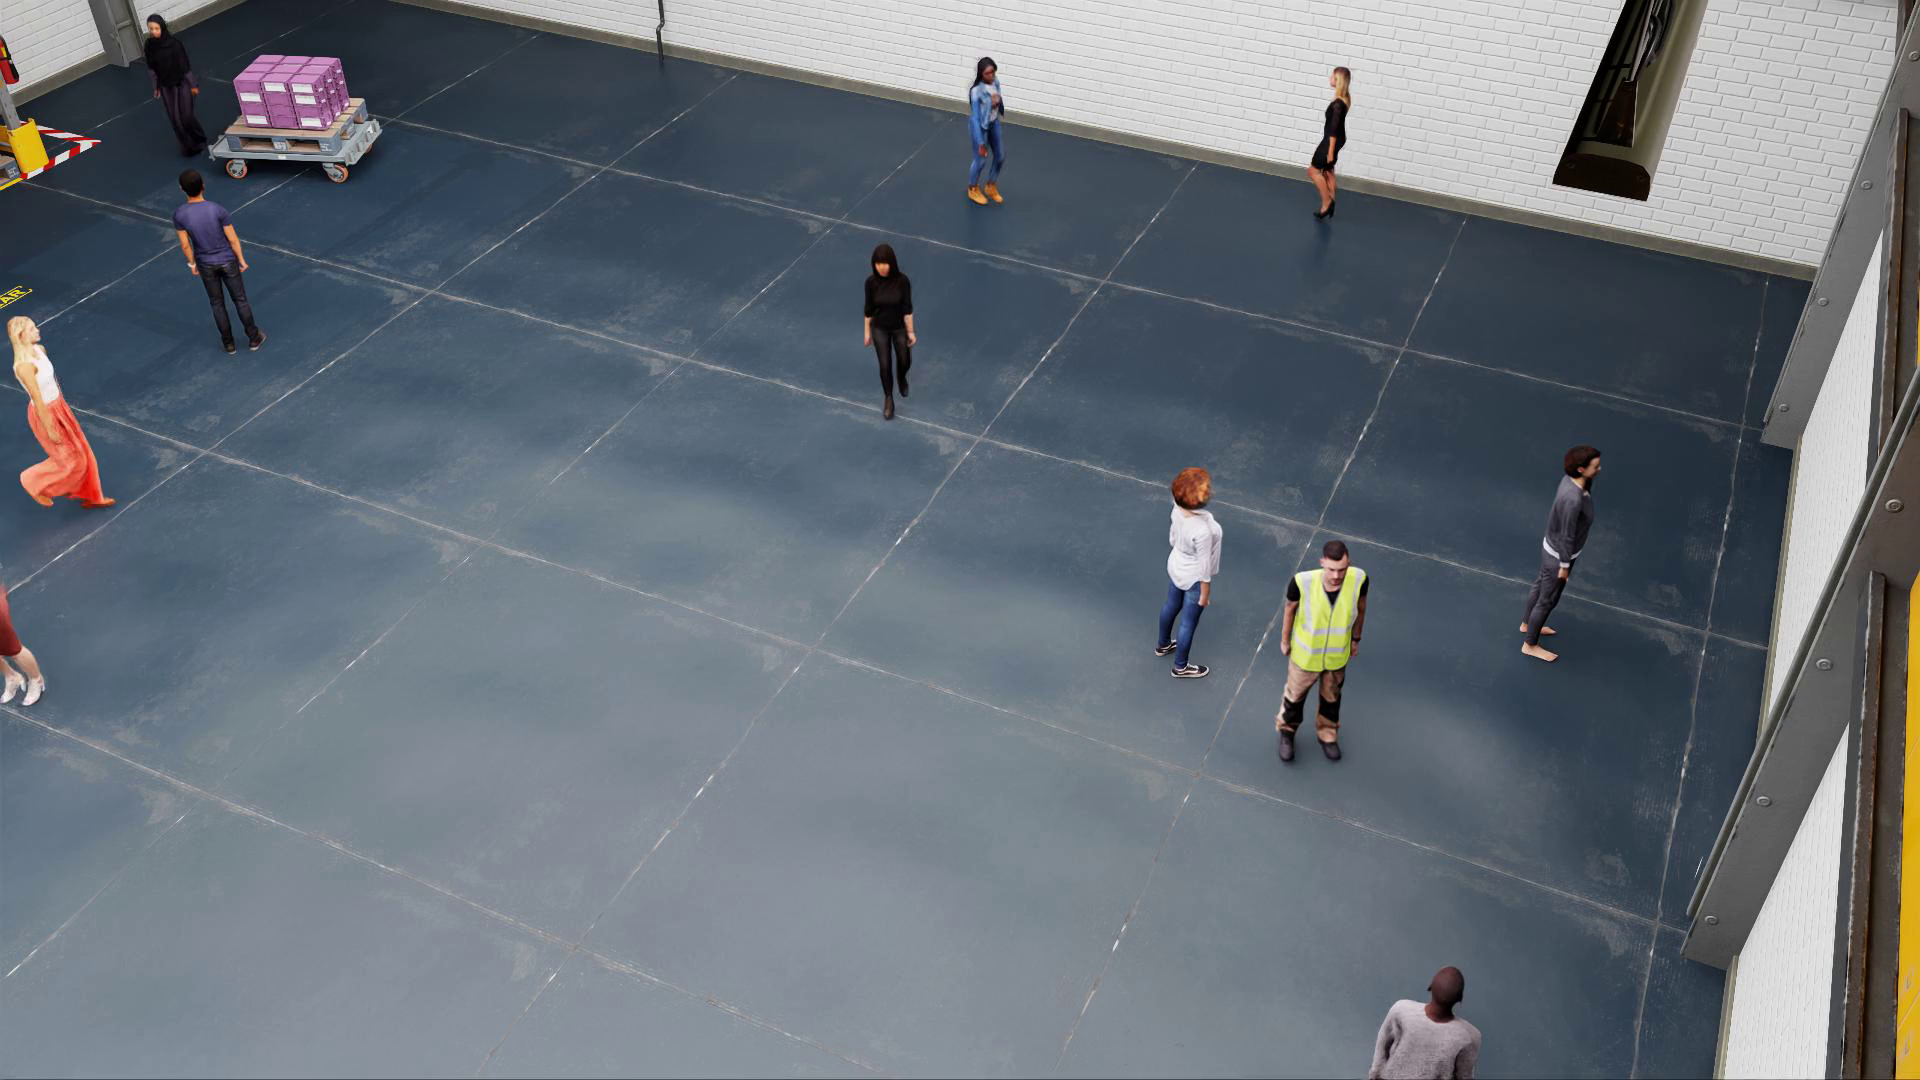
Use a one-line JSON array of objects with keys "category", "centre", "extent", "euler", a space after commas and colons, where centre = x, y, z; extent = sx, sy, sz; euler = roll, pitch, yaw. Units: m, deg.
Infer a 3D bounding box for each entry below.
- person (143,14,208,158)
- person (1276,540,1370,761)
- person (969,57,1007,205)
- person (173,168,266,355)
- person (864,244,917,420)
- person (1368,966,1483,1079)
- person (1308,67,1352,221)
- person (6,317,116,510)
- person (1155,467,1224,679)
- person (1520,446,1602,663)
[{"category": "person", "centre": [-8.644, -5.065, 18.414], "extent": [0.737, 1.606, 0.826], "euler": [7, 39, 9]}, {"category": "person", "centre": [2.391, 0.705, 11.001], "extent": [0.829, 1.842, 0.861], "euler": [-1, 39, -2]}, {"category": "person", "centre": [0.223, -4.271, 17.359], "extent": [0.793, 1.682, 0.710], "euler": [19, 43, 23]}, {"category": "person", "centre": [-6.743, -2.517, 15.074], "extent": [0.706, 1.793, 0.755], "euler": [-11, 40, -14]}, {"category": "person", "centre": [-0.596, -1.857, 14.377], "extent": [0.744, 1.632, 0.823], "euler": [1, 39, 1]}, {"category": "person", "centre": [2.283, 2.828, 8.413], "extent": [0.674, 1.753, 0.933], "euler": [19, 42, 22]}, {"category": "person", "centre": [3.892, -4.029, 17.072], "extent": [0.645, 1.663, 0.502], "euler": [13, 40, 15]}, {"category": "person", "centre": [-7.252, -0.944, 13.110], "extent": [0.926, 1.787, 0.909], "euler": [-5, 39, -6]}, {"category": "person", "centre": [1.602, 0.215, 11.717], "extent": [0.817, 1.714, 0.759], "euler": [-13, 40, -16]}, {"category": "person", "centre": [4.276, 0.066, 11.860], "extent": [0.712, 1.768, 0.533], "euler": [8, 39, 10]}]
